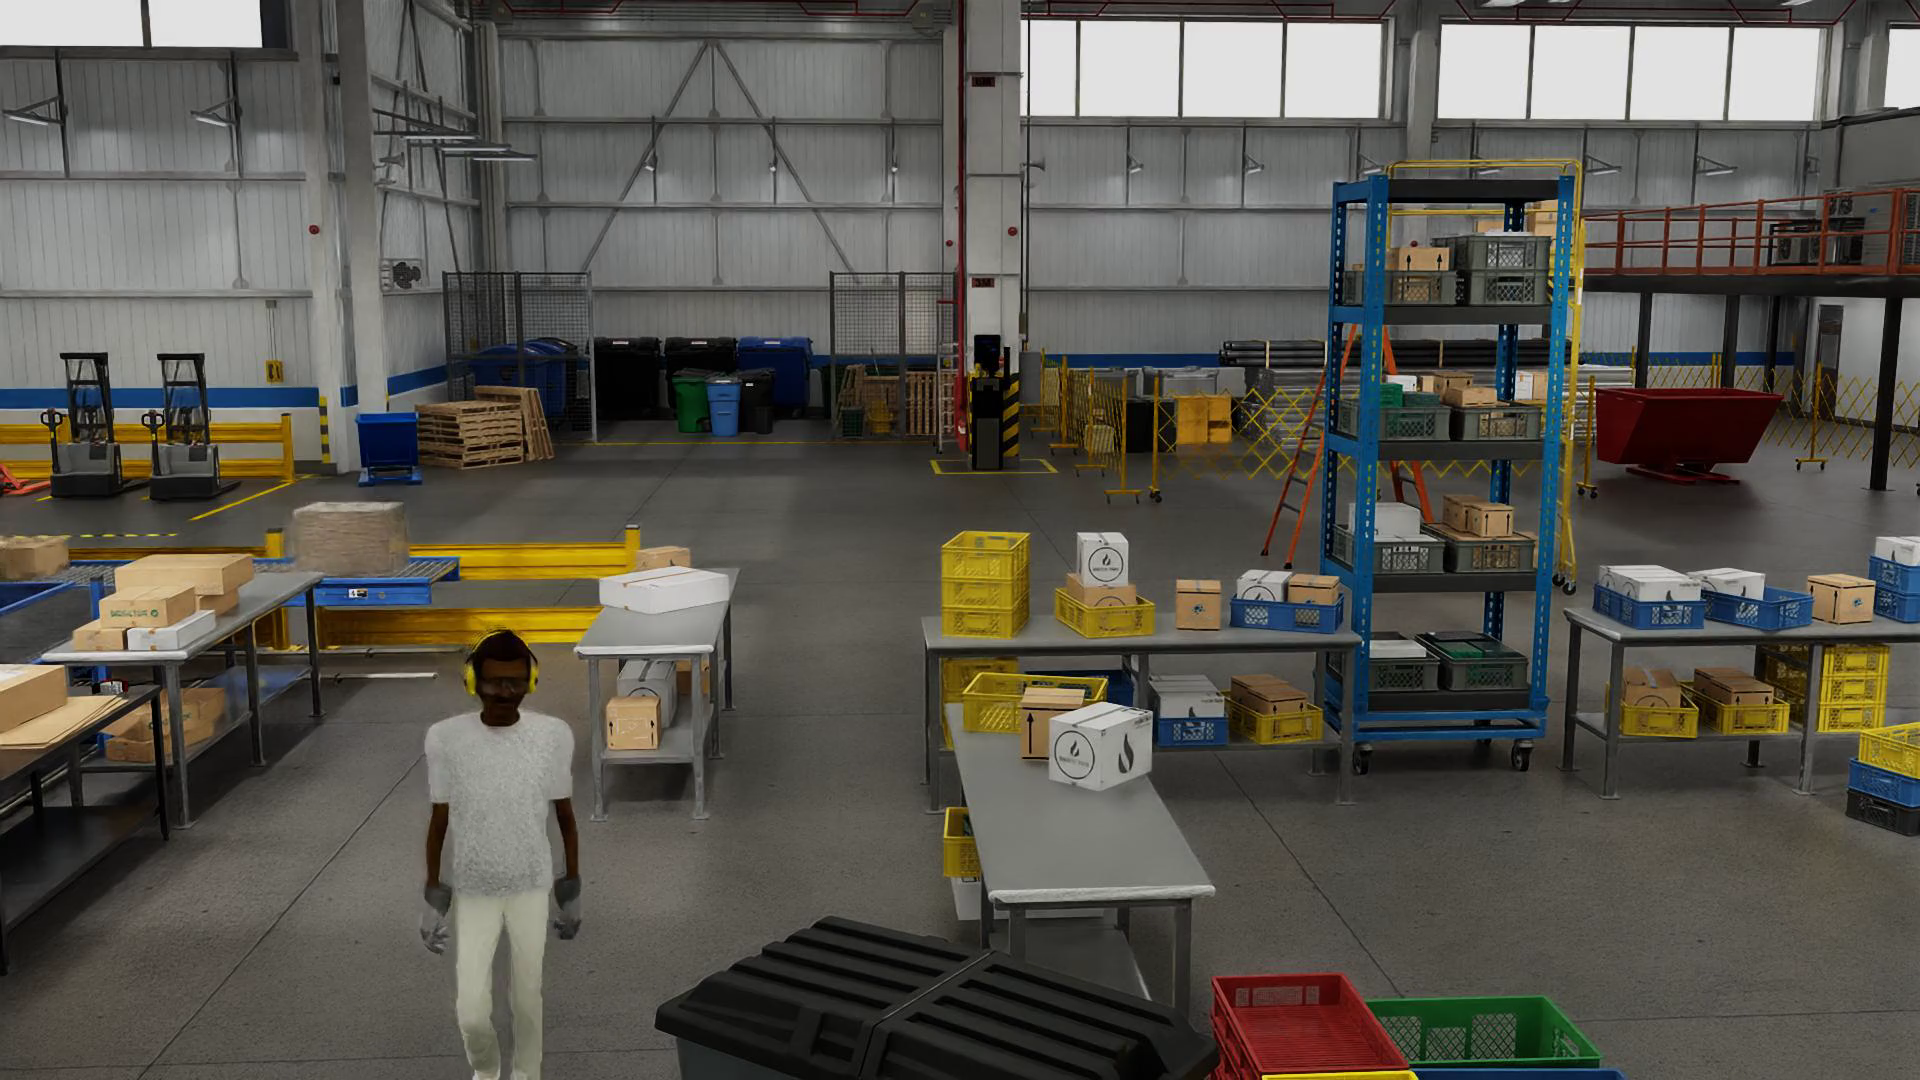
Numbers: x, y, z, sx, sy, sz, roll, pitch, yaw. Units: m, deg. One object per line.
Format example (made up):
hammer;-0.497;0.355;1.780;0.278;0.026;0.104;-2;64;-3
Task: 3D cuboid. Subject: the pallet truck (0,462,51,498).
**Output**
pallet truck;-13.193;-1.293;23.148;0.653;1.274;1.630;-1;9;-4

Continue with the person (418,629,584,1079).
person;-1.565;1.212;5.685;0.562;1.854;0.415;-3;9;-18

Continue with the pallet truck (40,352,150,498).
pallet truck;-11.907;-1.642;23.165;0.823;1.965;1.885;0;9;0

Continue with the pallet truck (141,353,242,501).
pallet truck;-10.520;-1.604;22.925;0.823;1.965;1.885;-1;9;-6
